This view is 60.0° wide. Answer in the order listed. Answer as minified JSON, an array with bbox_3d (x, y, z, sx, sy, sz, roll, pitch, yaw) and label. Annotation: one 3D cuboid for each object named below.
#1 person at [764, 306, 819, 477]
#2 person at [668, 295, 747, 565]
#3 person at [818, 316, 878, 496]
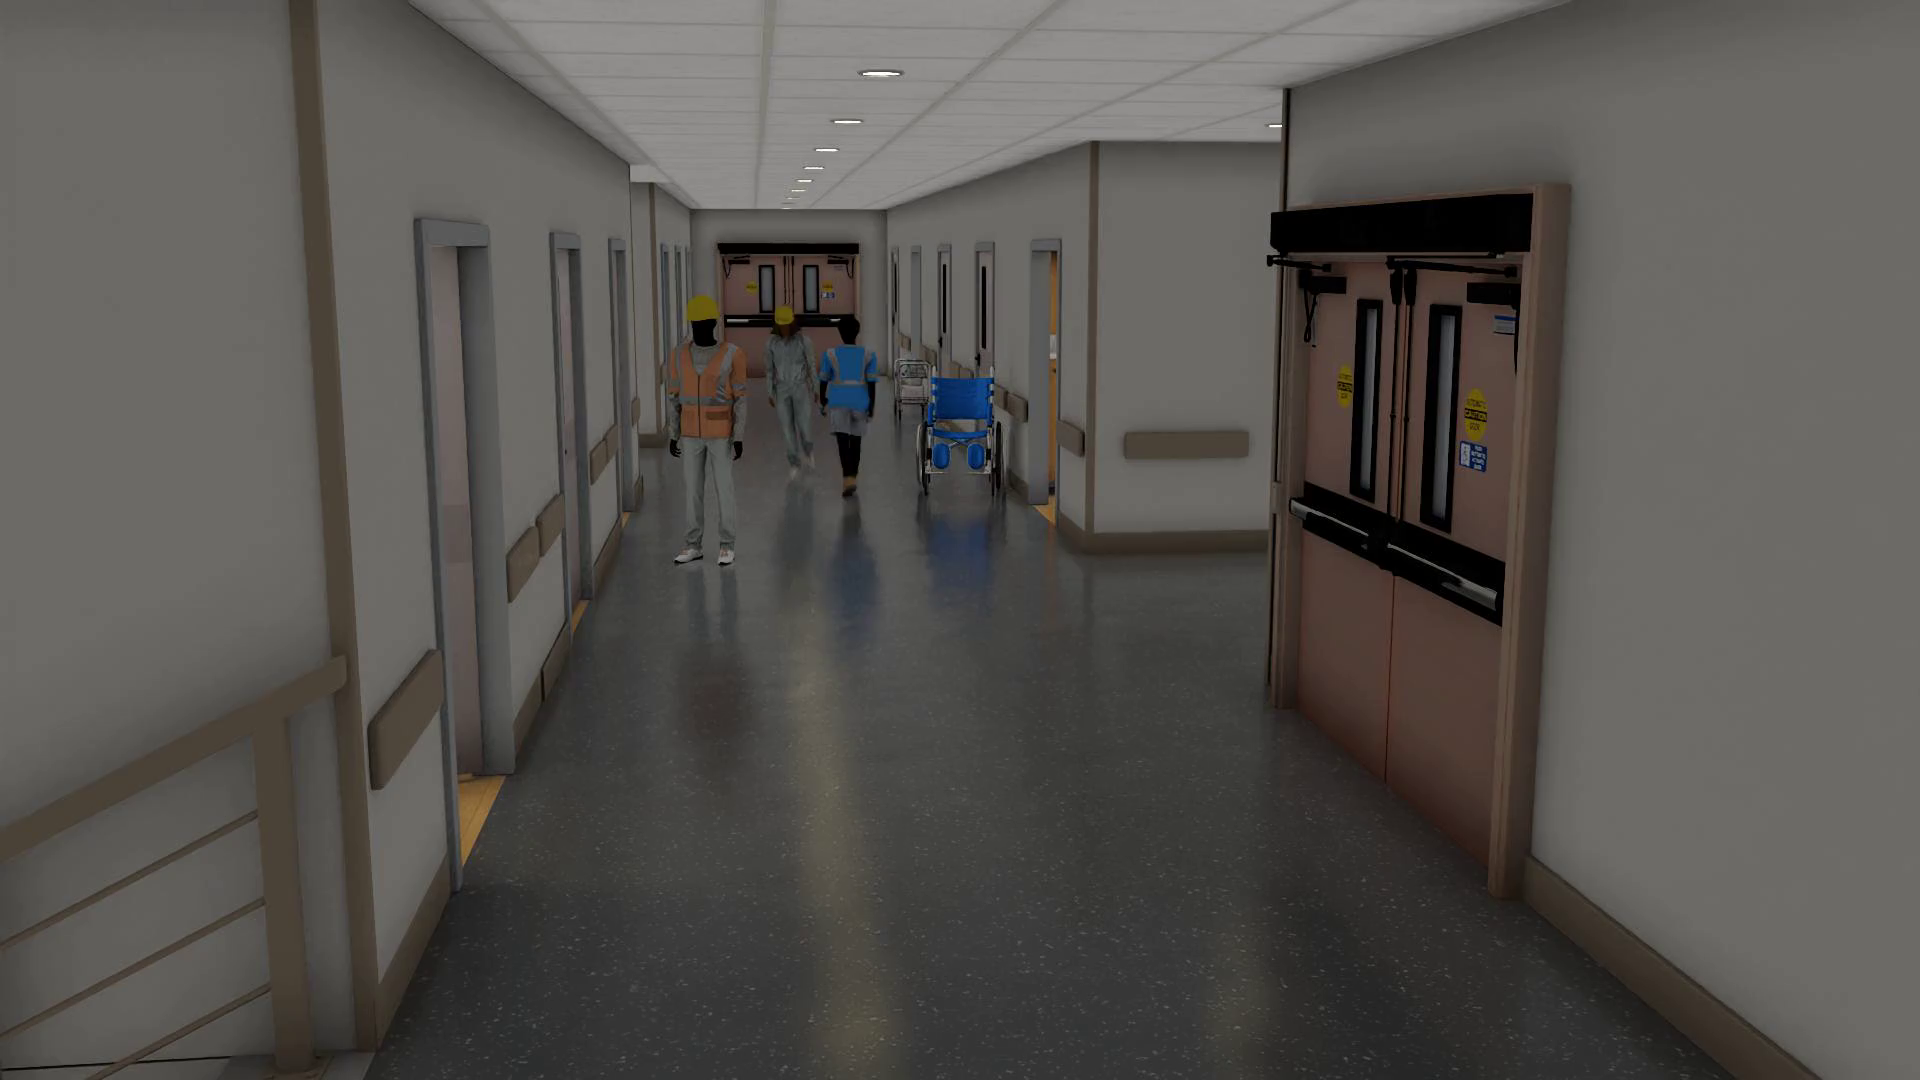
[{"bbox_3d":[-1.681,-1.480,16.593,0.530,1.707,0.484,1,10,4],"label":"person"},{"bbox_3d":[-1.815,-0.783,11.924,0.587,1.927,0.367,2,10,12],"label":"person"},{"bbox_3d":[-1.026,-1.243,15.438,0.535,1.651,0.893,-2,10,-11],"label":"person"}]
